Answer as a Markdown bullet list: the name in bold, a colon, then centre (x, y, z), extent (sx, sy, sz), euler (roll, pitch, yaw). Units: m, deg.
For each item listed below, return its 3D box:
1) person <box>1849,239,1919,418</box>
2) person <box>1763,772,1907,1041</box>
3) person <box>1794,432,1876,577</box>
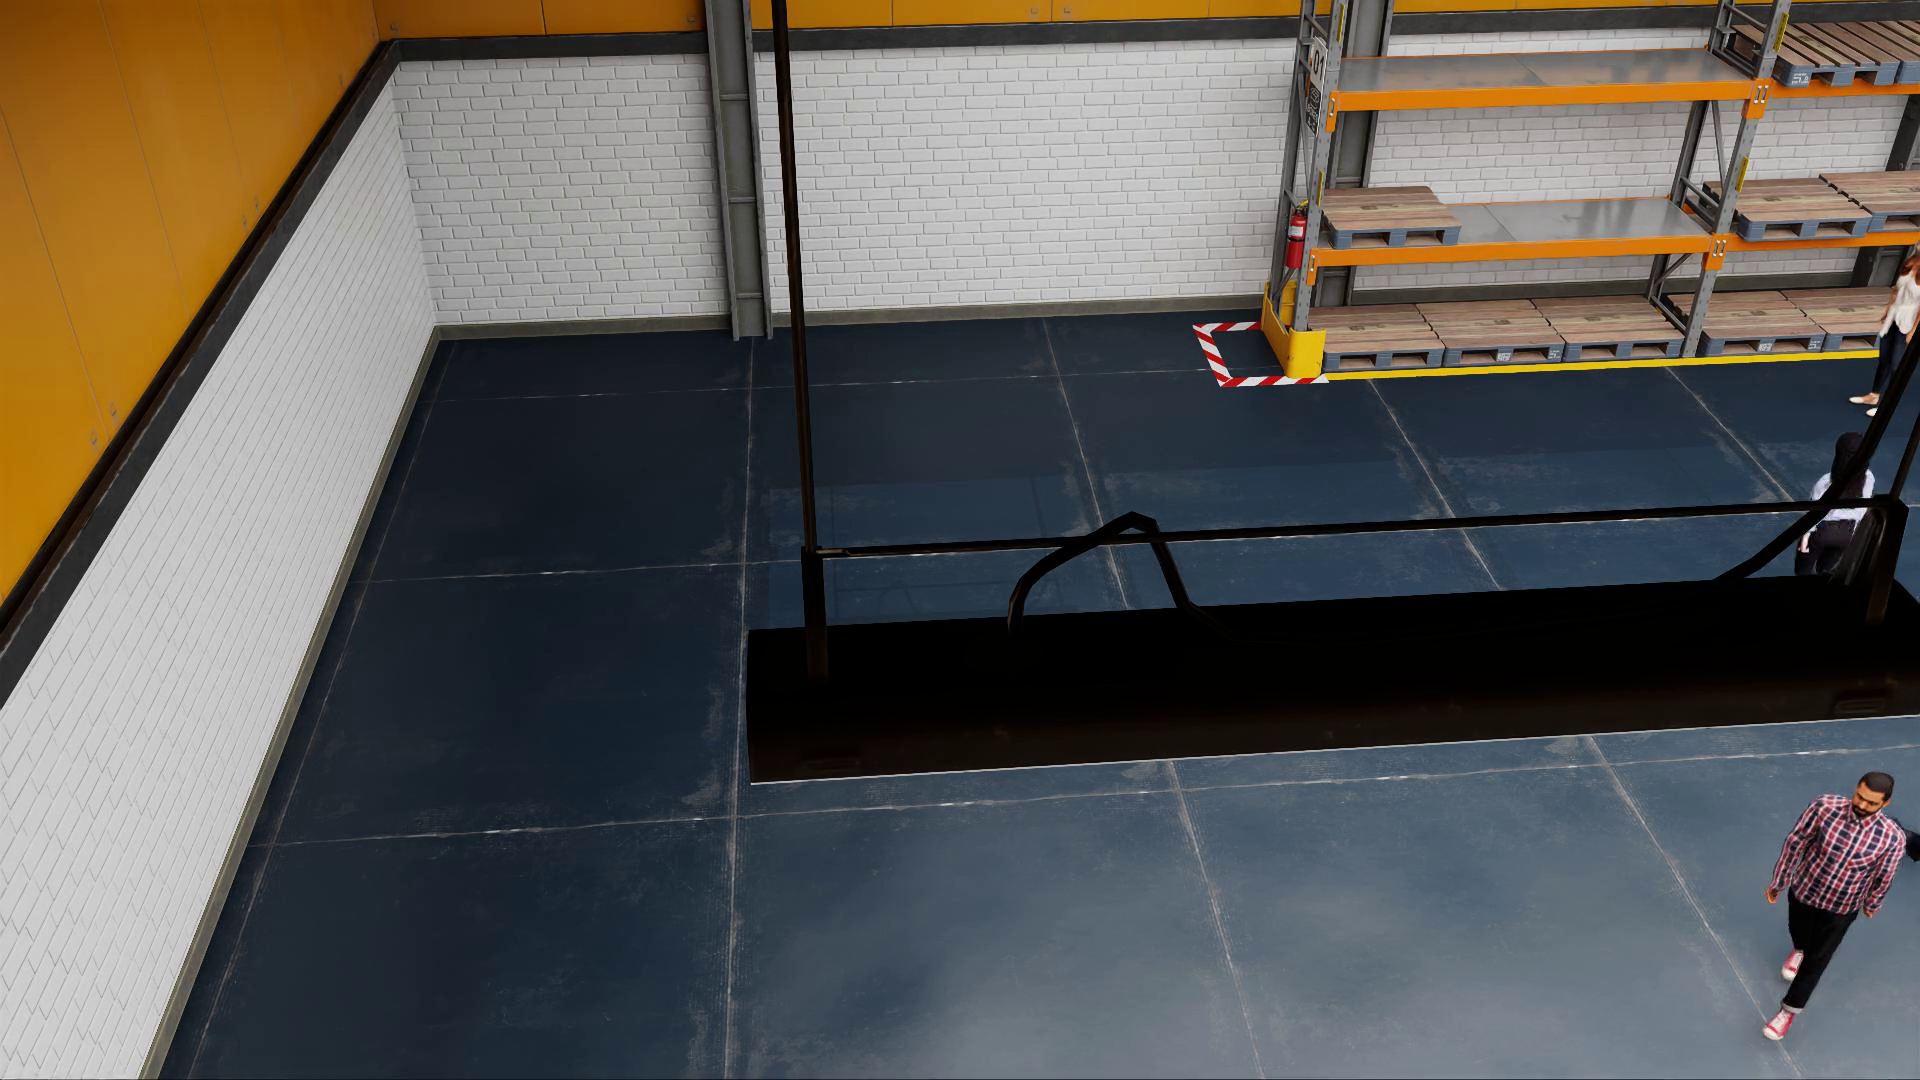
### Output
- **person**: centre (8.626, -1.973, 15.192), extent (0.520, 1.785, 0.597), euler (-4, 34, -6)
- **person**: centre (4.908, 1.934, 9.358), extent (1.115, 1.735, 1.218), euler (29, 43, 36)
- **person**: centre (6.422, 0.034, 12.221), extent (0.773, 1.730, 0.706), euler (-4, 34, -6)
